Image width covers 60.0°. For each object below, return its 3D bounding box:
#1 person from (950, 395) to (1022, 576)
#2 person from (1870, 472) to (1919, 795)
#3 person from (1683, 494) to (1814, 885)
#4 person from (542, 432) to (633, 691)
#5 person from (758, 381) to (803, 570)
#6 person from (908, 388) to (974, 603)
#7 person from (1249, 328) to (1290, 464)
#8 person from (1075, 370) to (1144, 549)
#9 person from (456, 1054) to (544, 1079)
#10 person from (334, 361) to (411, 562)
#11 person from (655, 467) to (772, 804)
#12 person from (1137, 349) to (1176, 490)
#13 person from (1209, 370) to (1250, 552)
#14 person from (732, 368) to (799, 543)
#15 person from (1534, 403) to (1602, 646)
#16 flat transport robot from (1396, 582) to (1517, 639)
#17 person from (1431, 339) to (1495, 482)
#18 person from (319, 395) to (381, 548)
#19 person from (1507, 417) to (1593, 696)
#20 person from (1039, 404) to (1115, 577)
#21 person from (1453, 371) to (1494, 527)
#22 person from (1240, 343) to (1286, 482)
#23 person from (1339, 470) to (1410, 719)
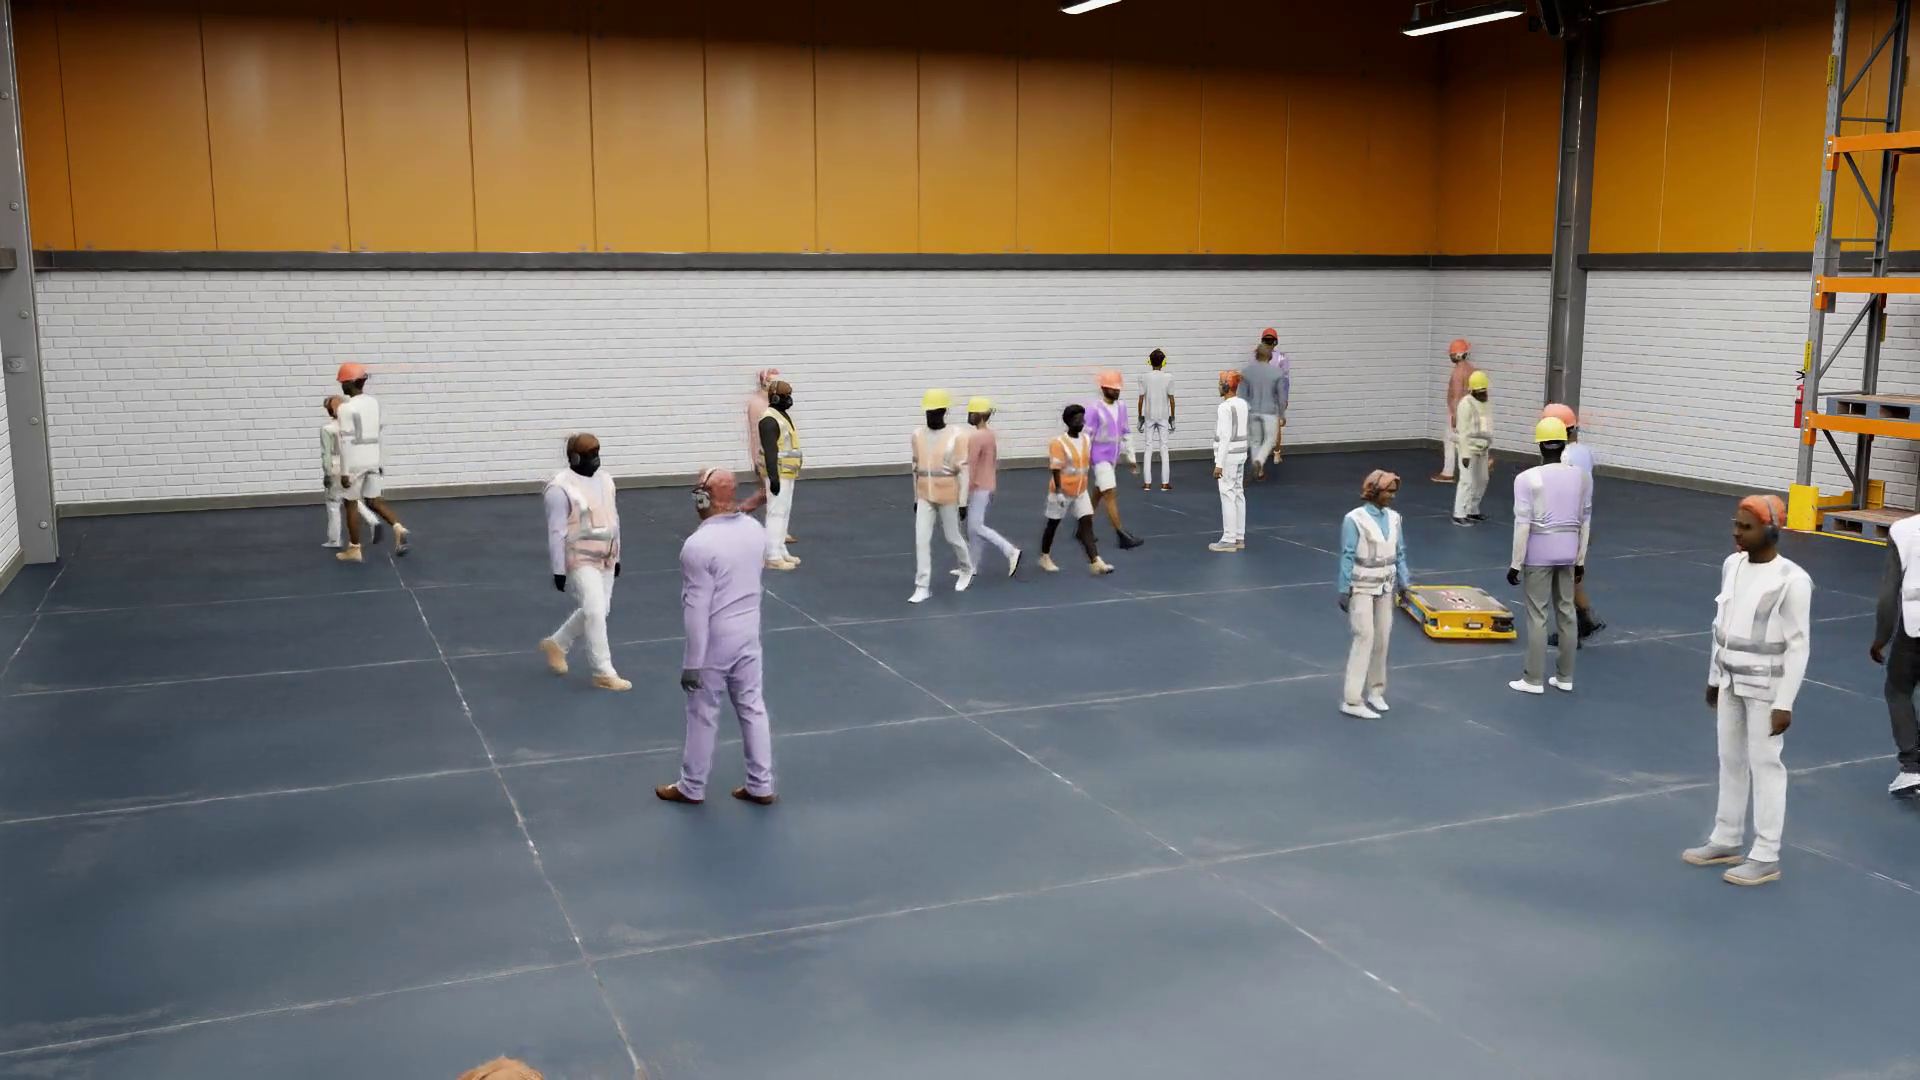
[{"bbox_3d":[0.244,-0.494,15.711,0.689,1.747,0.529,3,10,18],"label":"person"},{"bbox_3d":[5.360,0.520,9.131,0.633,1.894,0.456,2,10,13],"label":"person"},{"bbox_3d":[3.809,0.712,8.007,0.337,1.879,0.583,-2,10,-12],"label":"person"},{"bbox_3d":[-2.664,0.136,11.702,0.796,1.816,0.633,5,10,26],"label":"person"},{"bbox_3d":[-1.756,-0.634,16.307,0.429,1.840,0.651,1,9,7],"label":"person"},{"bbox_3d":[-0.155,-0.423,14.866,0.596,1.896,0.921,5,11,28],"label":"person"},{"bbox_3d":[4.613,-2.149,24.883,0.605,2.036,0.383,2,10,11],"label":"person"},{"bbox_3d":[1.567,-0.861,17.590,1.016,1.877,0.564,9,13,43],"label":"person"},{"bbox_3d":[-0.800,1.695,2.880,0.520,1.596,0.788,5,10,26],"label":"person"},{"bbox_3d":[-5.892,-0.763,16.508,0.774,2.024,0.631,4,10,22],"label":"person"},{"bbox_3d":[-1.341,0.537,9.098,0.527,1.904,0.658,6,11,32],"label":"person"},{"bbox_3d":[2.599,-1.585,21.965,0.507,1.872,0.329,2,10,10],"label":"person"},{"bbox_3d":[2.806,-0.821,17.289,0.337,1.882,0.584,6,11,33],"label":"person"},{"bbox_3d":[-2.112,-0.909,17.839,0.756,1.882,0.651,2,10,15],"label":"person"},{"bbox_3d":[4.650,-0.100,12.830,0.589,1.913,0.434,-8,13,-42],"label":"person"},{"bbox_3d":[4.075,0.573,13.721,0.652,0.197,1.431,1,9,3],"label":"flat transport robot"},{"bbox_3d":[6.873,-1.748,22.646,0.726,1.971,0.627,7,11,35],"label":"person"},{"bbox_3d":[-6.416,-0.701,17.378,0.634,1.622,0.522,5,10,25],"label":"person"},{"bbox_3d":[4.058,0.115,11.497,0.589,1.924,0.384,-2,10,-13],"label":"person"},{"bbox_3d":[1.073,-0.471,15.866,0.548,1.640,0.878,-8,12,-38],"label":"person"},{"bbox_3d":[5.827,-1.028,18.853,0.643,1.787,0.470,-9,13,-42],"label":"person"},{"bbox_3d":[4.090,-1.713,22.594,0.637,1.921,0.614,6,11,31],"label":"person"},{"bbox_3d":[2.726,0.349,10.996,0.523,1.624,0.372,-7,12,-37],"label":"person"}]
